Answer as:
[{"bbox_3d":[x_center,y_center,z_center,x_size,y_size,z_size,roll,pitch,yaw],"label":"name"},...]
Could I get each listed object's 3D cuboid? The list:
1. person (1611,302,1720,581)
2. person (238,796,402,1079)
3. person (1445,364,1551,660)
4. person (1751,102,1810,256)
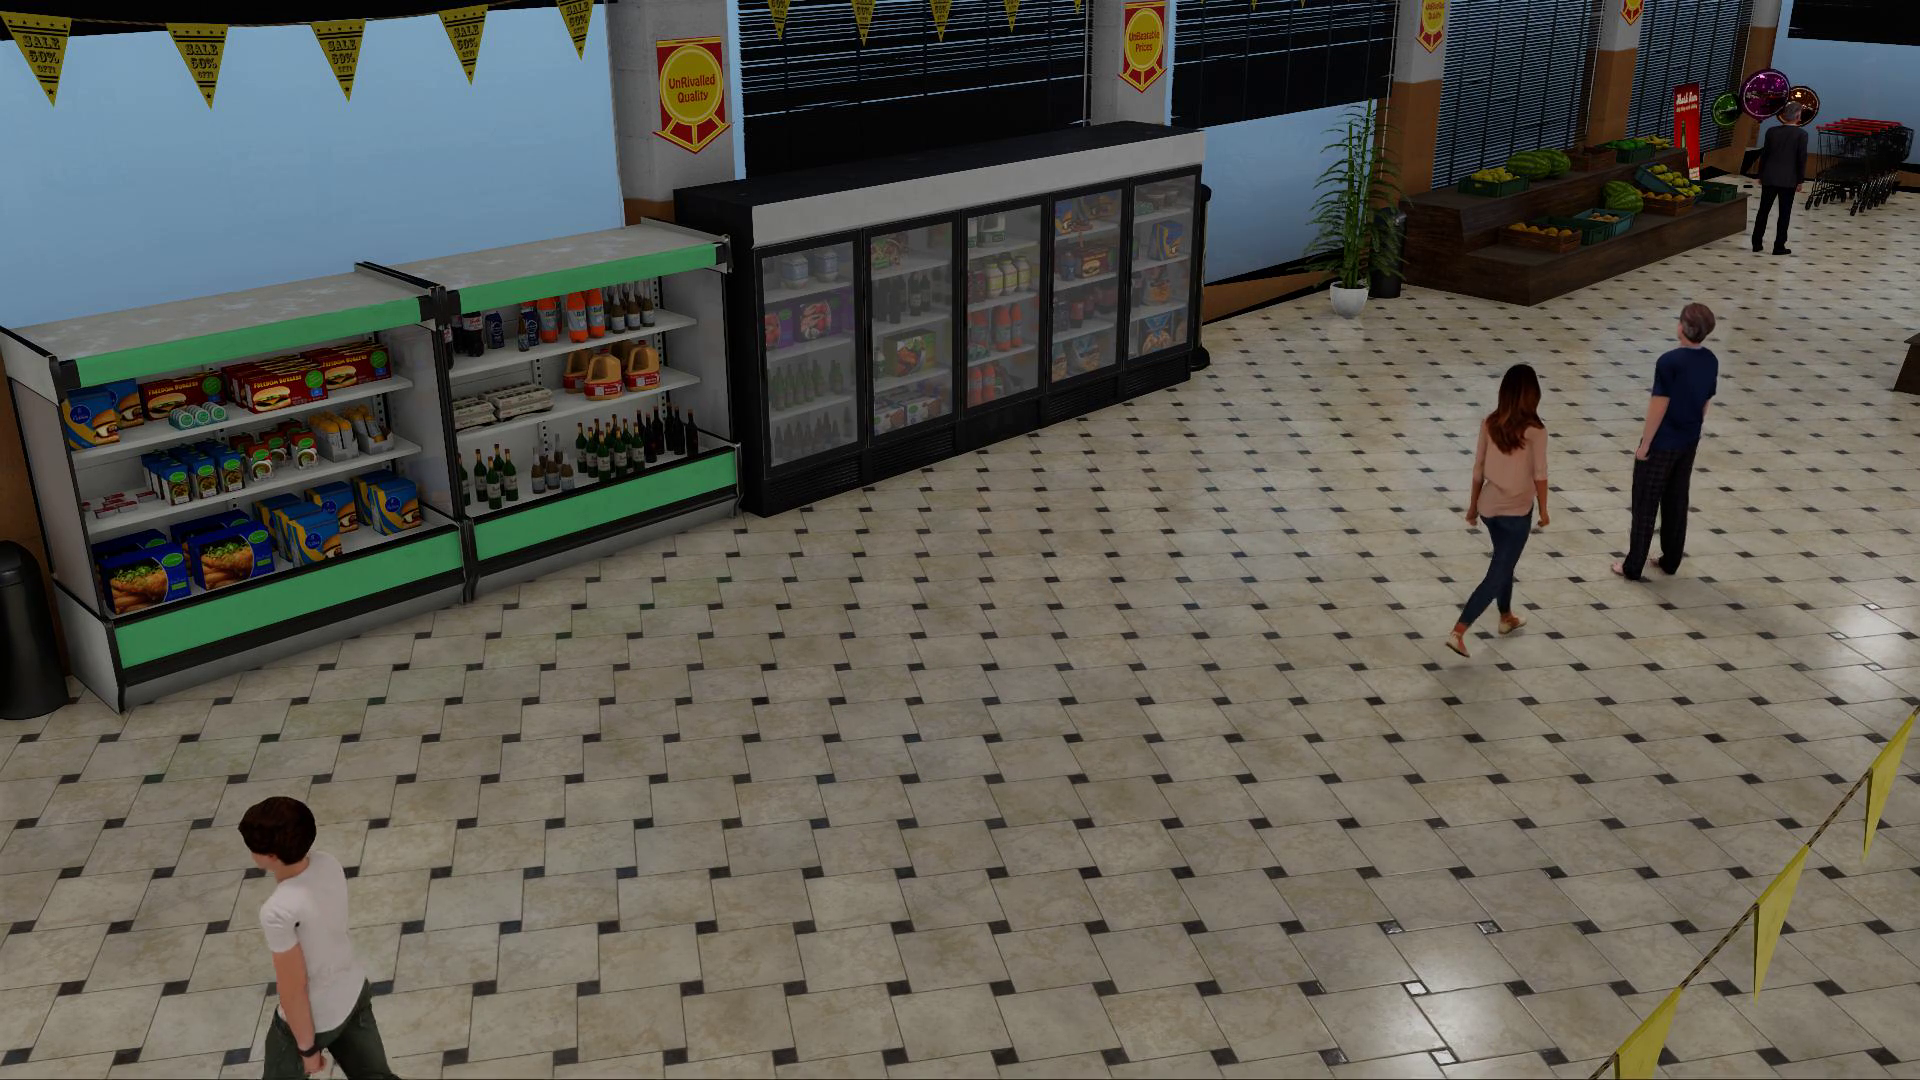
[{"bbox_3d":[4.708,-0.633,10.941,0.664,1.869,0.812,-8,23,-19],"label":"person"},{"bbox_3d":[-2.089,1.625,5.667,1.002,1.612,1.090,5,22,13],"label":"person"},{"bbox_3d":[3.184,-0.125,9.832,1.171,1.754,0.682,-16,27,-34],"label":"person"},{"bbox_3d":[10.134,-4.471,20.532,0.571,1.839,0.724,-19,29,-39],"label":"person"}]
